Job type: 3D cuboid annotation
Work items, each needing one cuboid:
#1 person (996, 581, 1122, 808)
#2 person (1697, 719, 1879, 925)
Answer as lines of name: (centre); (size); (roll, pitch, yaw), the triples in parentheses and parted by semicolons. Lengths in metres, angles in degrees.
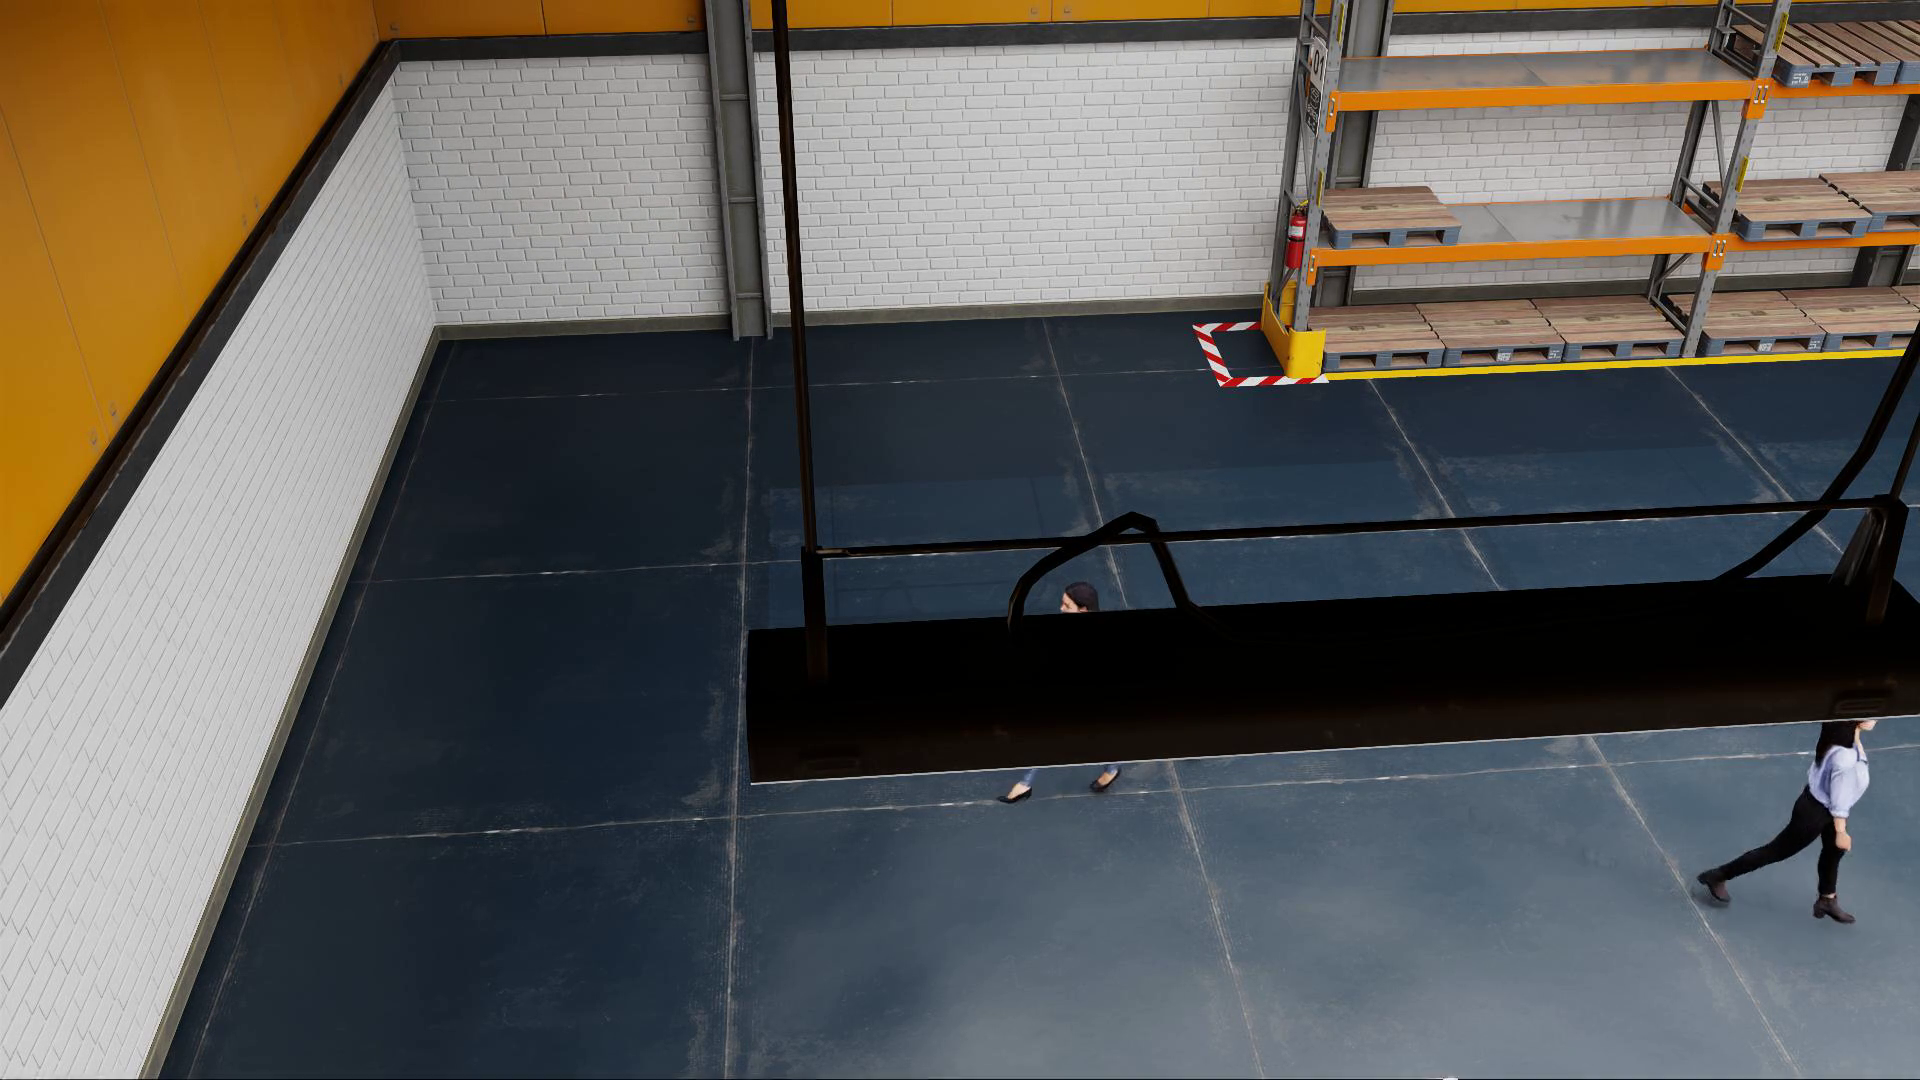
person: (0.862, 1.012, 10.735); (1.199, 1.745, 0.850); (-13, 36, -18)
person: (4.985, 1.609, 9.876); (1.248, 1.704, 1.037); (15, 36, 21)
